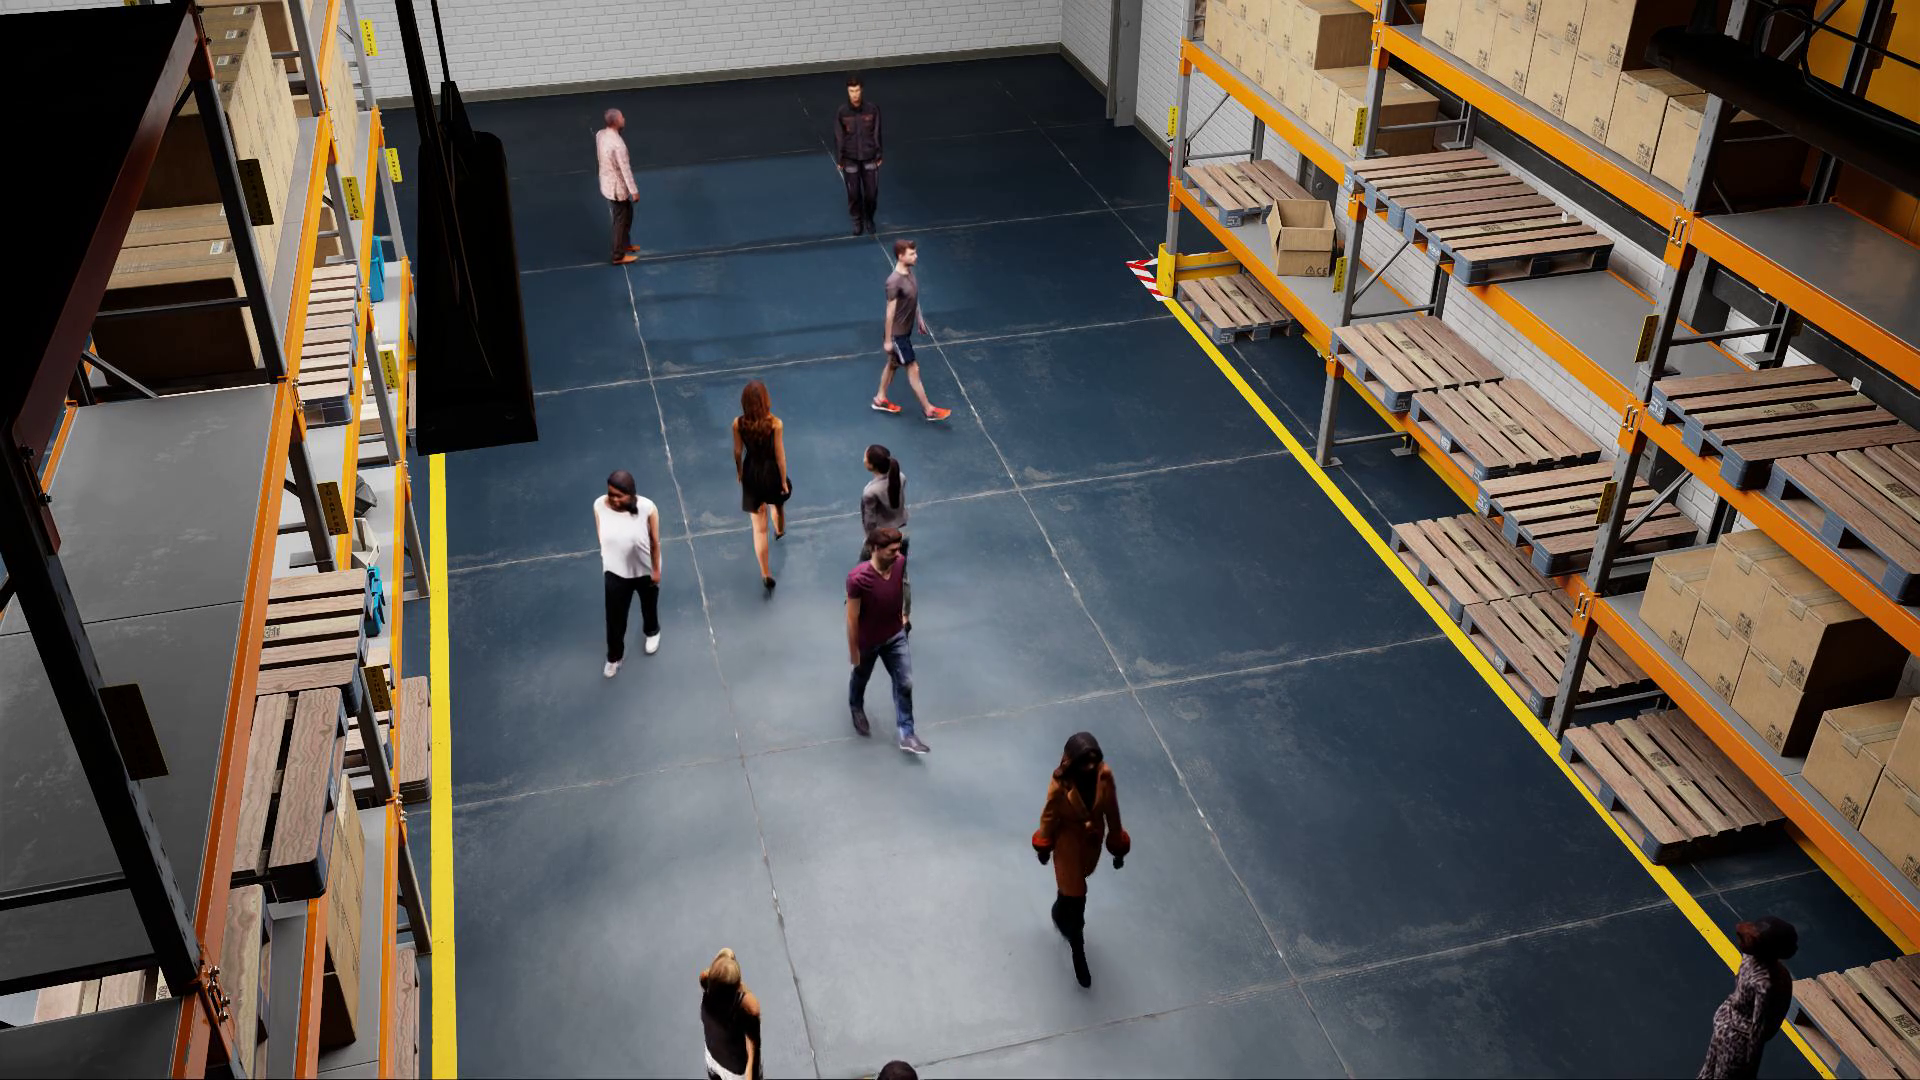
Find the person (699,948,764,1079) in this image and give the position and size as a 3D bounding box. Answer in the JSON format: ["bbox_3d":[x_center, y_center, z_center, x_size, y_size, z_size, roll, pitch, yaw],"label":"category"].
[{"bbox_3d":[-1.188,2.688,8.757,0.953,1.820,0.764,-19,38,-26],"label":"person"}]

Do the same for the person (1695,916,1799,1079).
[{"bbox_3d":[4.168,2.655,8.903,0.735,1.713,0.646,7,34,11],"label":"person"}]

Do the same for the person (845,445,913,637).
[{"bbox_3d":[-0.506,0.052,12.877,0.862,1.649,1.006,-27,42,-34],"label":"person"}]

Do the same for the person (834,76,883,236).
[{"bbox_3d":[-1.184,-4.544,19.537,0.774,1.930,0.751,-3,34,-5],"label":"person"}]

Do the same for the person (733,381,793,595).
[{"bbox_3d":[-1.604,-0.384,13.403,0.832,1.793,1.196,1,34,2],"label":"person"}]

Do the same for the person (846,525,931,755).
[{"bbox_3d":[-0.634,0.633,11.863,0.934,1.804,1.153,-19,38,-26],"label":"person"}]

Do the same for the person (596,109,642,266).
[{"bbox_3d":[-3.958,-3.965,18.795,0.901,1.788,0.777,-22,39,-29],"label":"person"}]

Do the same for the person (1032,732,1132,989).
[{"bbox_3d":[0.676,1.814,10.182,0.783,1.698,0.936,-13,36,-19],"label":"person"}]

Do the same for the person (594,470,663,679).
[{"bbox_3d":[-2.485,0.158,12.700,0.825,1.669,0.998,2,34,3],"label":"person"}]

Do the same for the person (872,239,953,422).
[{"bbox_3d":[-0.649,-1.990,15.798,1.102,1.815,1.151,10,35,15],"label":"person"}]
